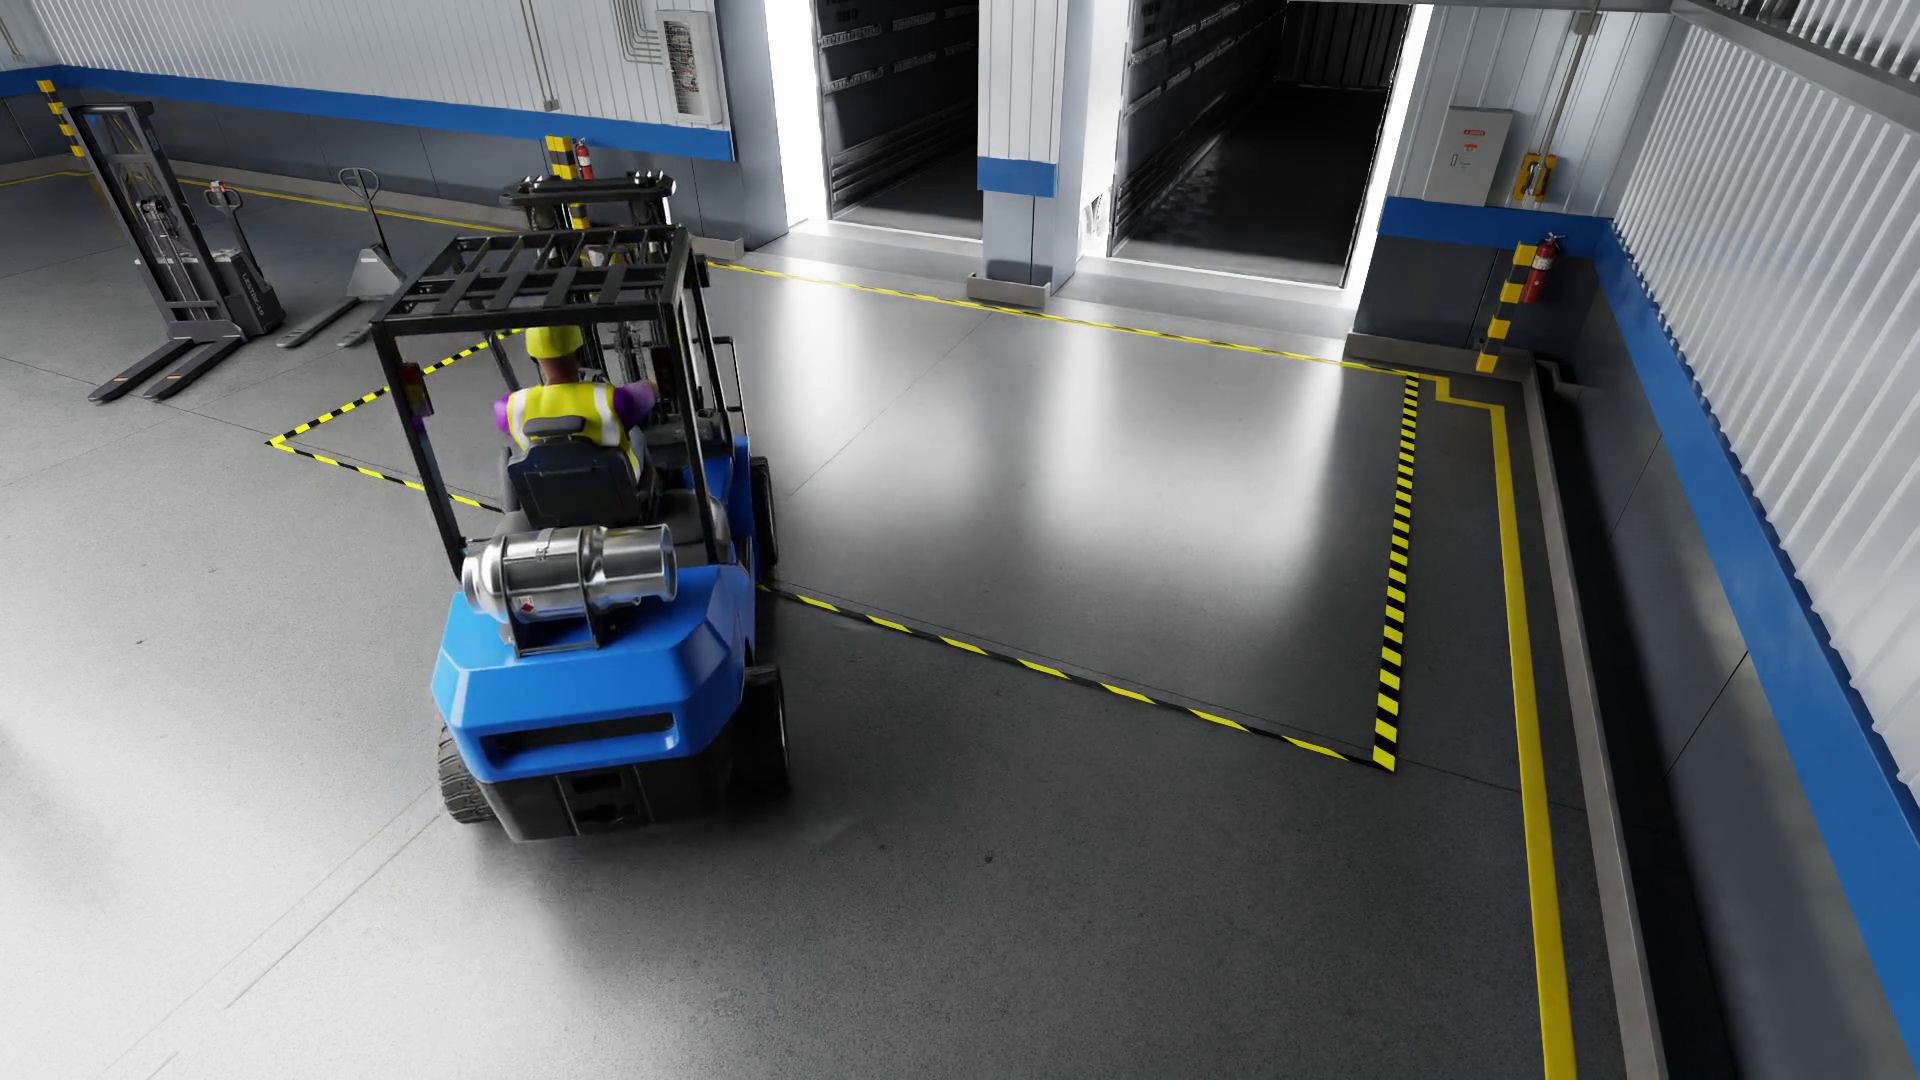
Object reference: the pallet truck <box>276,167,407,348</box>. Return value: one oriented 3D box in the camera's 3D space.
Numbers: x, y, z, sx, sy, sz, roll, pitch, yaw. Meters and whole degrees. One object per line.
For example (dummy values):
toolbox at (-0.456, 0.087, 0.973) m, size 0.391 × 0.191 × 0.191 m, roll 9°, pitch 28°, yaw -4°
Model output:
pallet truck at (-5.732, -2.611, 8.414) m, size 0.680 × 1.201 × 1.601 m, roll -1°, pitch 35°, yaw -1°

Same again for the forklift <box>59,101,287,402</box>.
forklift at (-6.686, -2.387, 7.434) m, size 0.823 × 1.965 × 1.885 m, roll -3°, pitch 35°, yaw -5°

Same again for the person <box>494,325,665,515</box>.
person at (-1.618, -0.526, 4.136) m, size 0.635 × 1.293 × 1.004 m, roll -6°, pitch 35°, yaw -8°

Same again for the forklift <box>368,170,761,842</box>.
forklift at (-1.614, -0.338, 4.194) m, size 1.157 × 2.036 × 2.680 m, roll -6°, pitch 35°, yaw -8°
